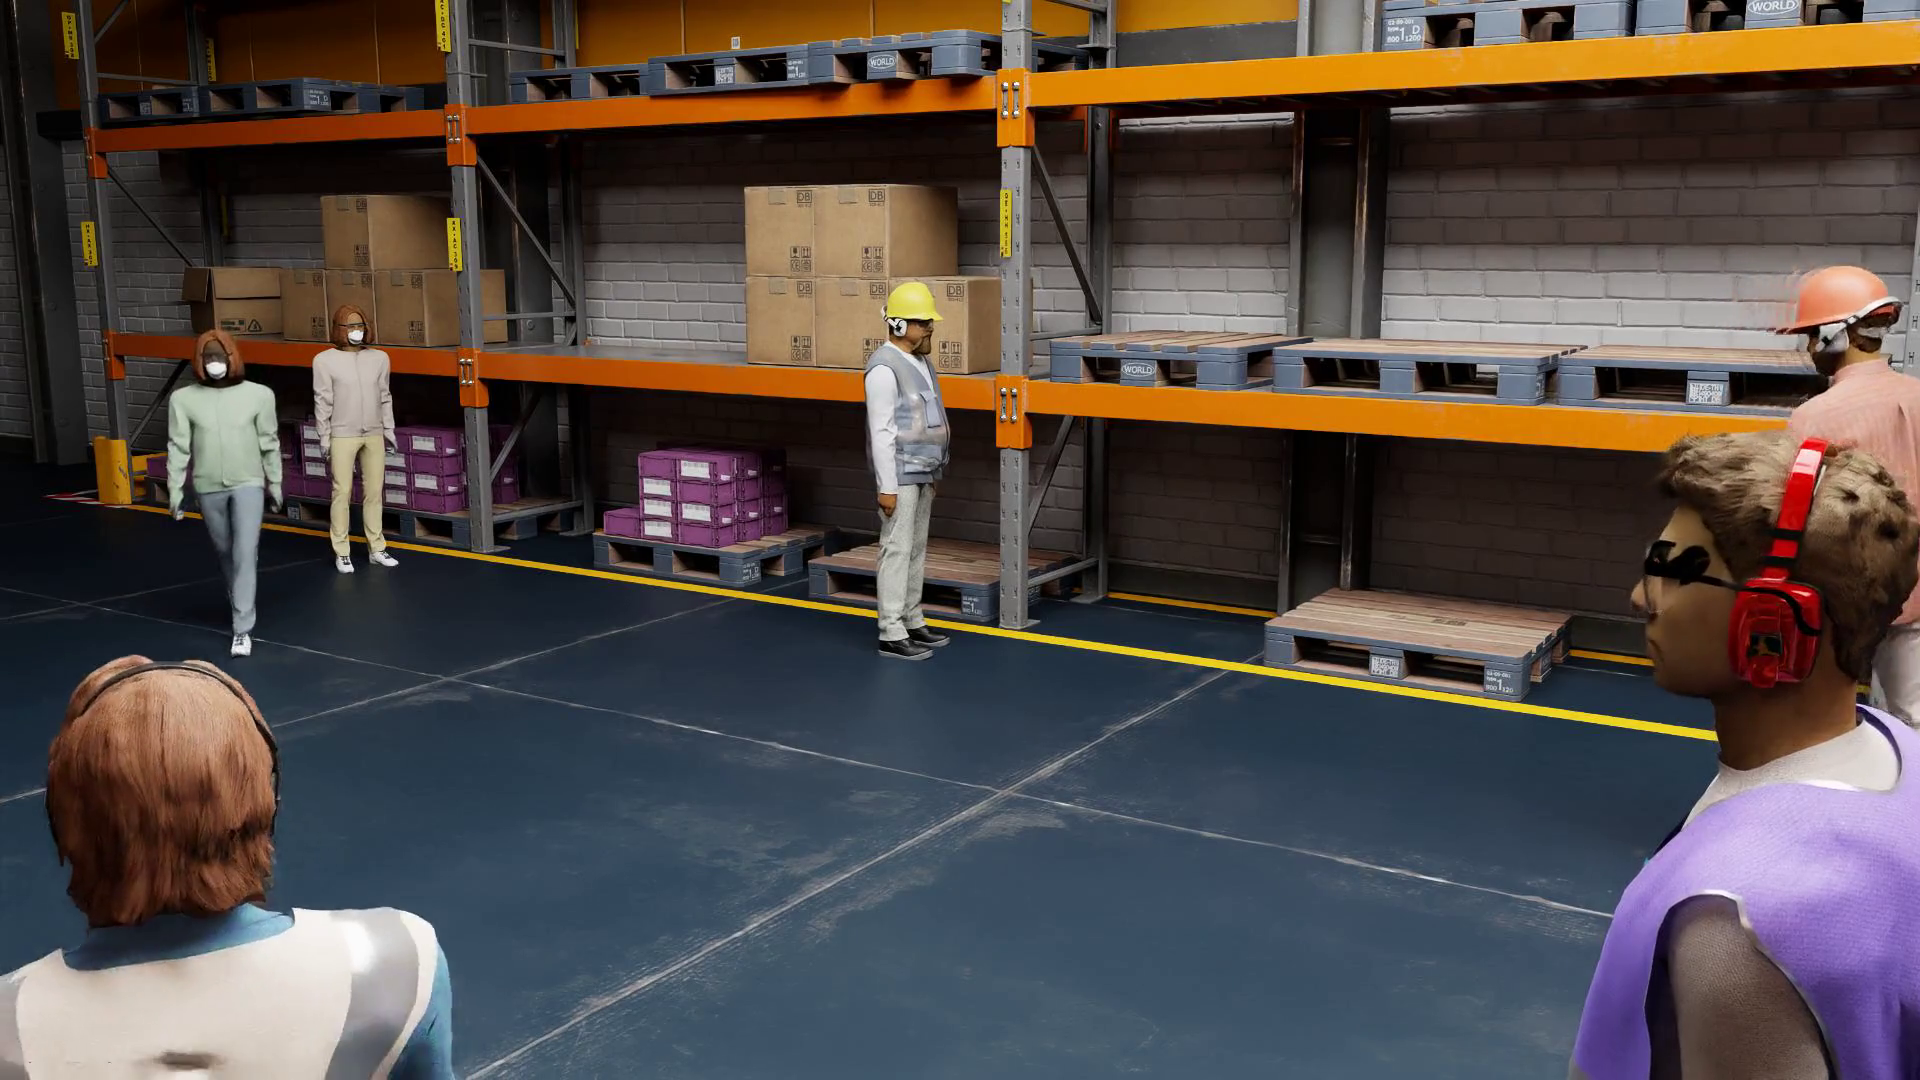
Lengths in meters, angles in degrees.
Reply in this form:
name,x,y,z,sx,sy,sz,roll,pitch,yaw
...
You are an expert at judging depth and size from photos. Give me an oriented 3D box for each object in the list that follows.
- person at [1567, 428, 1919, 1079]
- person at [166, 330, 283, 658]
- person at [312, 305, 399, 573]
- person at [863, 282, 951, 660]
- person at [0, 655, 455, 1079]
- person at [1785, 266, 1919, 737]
name,x,y,z,sx,sy,sz,roll,pitch,yaw
person,0.784,0.810,1.670,0.389,1.849,0.567,7,12,34
person,-3.663,-0.258,8.315,0.518,1.591,0.865,-3,11,-15
person,-3.697,-0.622,10.206,0.271,1.632,0.508,9,14,42
person,-0.249,-0.333,8.091,0.403,1.825,0.587,3,11,18
person,-0.742,0.921,1.682,0.513,1.627,0.385,-5,11,-25
person,2.715,0.170,4.998,0.819,1.944,0.571,-4,11,-21
